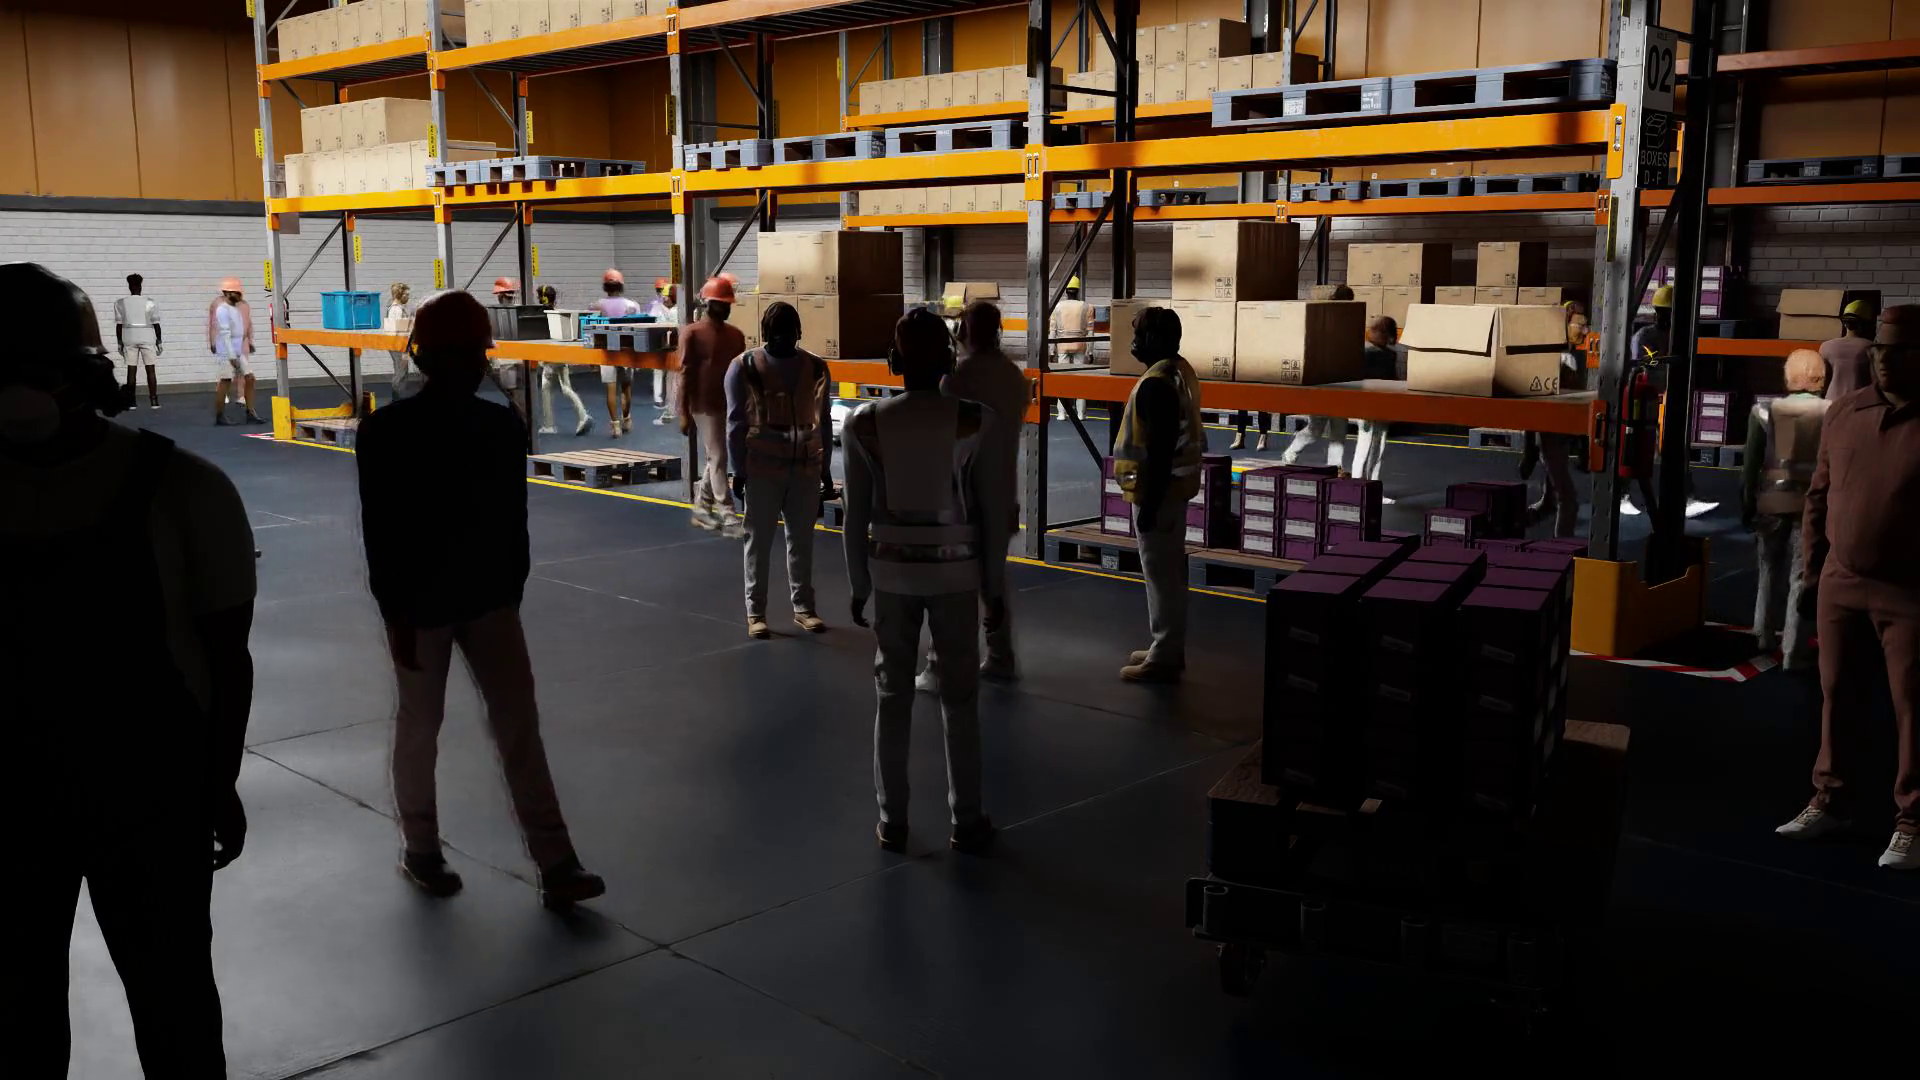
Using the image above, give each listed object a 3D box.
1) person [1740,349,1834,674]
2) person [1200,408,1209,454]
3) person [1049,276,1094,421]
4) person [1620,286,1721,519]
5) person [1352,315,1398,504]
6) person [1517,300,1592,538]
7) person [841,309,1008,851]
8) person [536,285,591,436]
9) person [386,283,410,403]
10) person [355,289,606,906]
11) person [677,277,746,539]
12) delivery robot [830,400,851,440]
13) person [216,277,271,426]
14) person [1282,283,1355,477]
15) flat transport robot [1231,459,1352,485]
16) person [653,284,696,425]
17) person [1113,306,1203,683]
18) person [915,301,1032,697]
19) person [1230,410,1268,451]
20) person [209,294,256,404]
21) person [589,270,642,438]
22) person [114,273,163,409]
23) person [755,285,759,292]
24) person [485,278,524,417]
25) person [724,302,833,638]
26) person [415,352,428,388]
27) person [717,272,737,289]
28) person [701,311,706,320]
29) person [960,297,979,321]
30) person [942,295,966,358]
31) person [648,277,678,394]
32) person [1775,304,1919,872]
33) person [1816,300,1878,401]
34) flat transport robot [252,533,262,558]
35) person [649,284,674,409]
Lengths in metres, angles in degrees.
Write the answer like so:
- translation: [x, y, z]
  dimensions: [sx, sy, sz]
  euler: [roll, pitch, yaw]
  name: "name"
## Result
- translation: [4.260, -0.152, 8.449]
  dimensions: [0.518, 1.614, 0.703]
  euler: [7, 11, 36]
  name: "person"
- translation: [1.711, -0.917, 12.818]
  dimensions: [0.522, 1.726, 0.905]
  euler: [-8, 12, -42]
  name: "person"
- translation: [1.486, -2.537, 22.118]
  dimensions: [0.595, 1.923, 0.375]
  euler: [1, 9, 5]
  name: "person"
- translation: [5.708, -1.098, 13.444]
  dimensions: [0.605, 1.878, 0.937]
  euler: [-4, 10, -25]
  name: "person"
- translation: [3.561, -1.103, 14.225]
  dimensions: [0.508, 1.632, 0.273]
  euler: [-8, 12, -42]
  name: "person"
- translation: [3.695, -0.596, 10.503]
  dimensions: [0.835, 1.841, 0.512]
  euler: [8, 12, 41]
  name: "person"
- translation: [-0.119, 0.149, 5.774]
  dimensions: [0.573, 1.887, 0.356]
  euler: [1, 9, 6]
  name: "person"
- translation: [-4.858, -2.175, 20.200]
  dimensions: [0.881, 1.834, 0.539]
  euler: [6, 11, 34]
  name: "person"
- translation: [-7.403, -2.482, 22.044]
  dimensions: [0.346, 1.842, 0.506]
  euler: [-5, 10, -28]
  name: "person"
- translation: [-1.547, 0.206, 5.223]
  dimensions: [0.623, 1.967, 0.788]
  euler: [-9, 13, -43]
  name: "person"
- translation: [-1.825, -1.009, 12.660]
  dimensions: [0.847, 1.960, 0.640]
  euler: [8, 12, 39]
  name: "person"
- translation: [-1.367, -1.325, 18.581]
  dimensions: [0.707, 0.478, 0.477]
  euler: [8, 12, 42]
  name: "delivery robot"
- translation: [-9.264, -2.407, 21.370]
  dimensions: [0.790, 1.904, 0.568]
  euler: [0, 9, -2]
  name: "person"
- translation: [3.303, -1.380, 15.135]
  dimensions: [0.636, 1.898, 0.832]
  euler: [-5, 10, -28]
  name: "person"
- translation: [2.876, -0.586, 15.214]
  dimensions: [0.652, 0.197, 1.431]
  euler: [-7, 12, -38]
  name: "flat transport robot"
- translation: [-3.552, -2.404, 21.495]
  dimensions: [0.807, 1.863, 0.605]
  euler: [4, 10, 23]
  name: "person"
- translation: [0.968, -0.223, 8.189]
  dimensions: [0.429, 1.842, 0.632]
  euler: [3, 10, 17]
  name: "person"
- translation: [0.055, -0.197, 8.003]
  dimensions: [0.411, 1.866, 0.688]
  euler: [7, 11, 36]
  name: "person"
- translation: [3.272, -1.839, 18.546]
  dimensions: [0.546, 1.696, 0.319]
  euler: [5, 11, 28]
  name: "person"
- translation: [-10.823, -2.951, 24.765]
  dimensions: [0.448, 1.888, 0.673]
  euler: [5, 11, 28]
  name: "person"
- translation: [-4.182, -2.259, 20.184]
  dimensions: [0.632, 1.992, 1.041]
  euler: [-2, 9, -11]
  name: "person"
- translation: [-11.871, -2.867, 24.054]
  dimensions: [0.608, 1.958, 0.375]
  euler: [-3, 10, -19]
  name: "person"
- translation: [-2.540, -2.406, 21.598]
  dimensions: [0.590, 1.833, 0.403]
  euler: [-9, 13, -44]
  name: "person"
- translation: [-5.353, -2.115, 19.558]
  dimensions: [0.792, 1.909, 0.564]
  euler: [7, 12, 37]
  name: "person"
- translation: [-0.978, -0.387, 9.198]
  dimensions: [0.627, 1.844, 0.429]
  euler: [-5, 10, -26]
  name: "person"
- translation: [-6.483, -2.140, 20.631]
  dimensions: [0.624, 1.614, 0.506]
  euler: [7, 12, 37]
  name: "person"
- translation: [-3.142, -2.658, 22.721]
  dimensions: [0.537, 1.966, 0.649]
  euler: [0, 9, -2]
  name: "person"
- translation: [-2.906, -2.172, 20.183]
  dimensions: [0.619, 1.836, 0.431]
  euler: [6, 11, 32]
  name: "person"
- translation: [0.195, -2.571, 23.248]
  dimensions: [0.499, 1.628, 0.278]
  euler: [-4, 10, -24]
  name: "person"
- translation: [-0.114, -2.188, 20.672]
  dimensions: [0.891, 1.698, 0.501]
  euler: [-2, 9, -11]
  name: "person"
- translation: [-4.687, -3.239, 26.533]
  dimensions: [0.556, 1.905, 0.944]
  euler: [-5, 11, -30]
  name: "person"
- translation: [3.154, 0.157, 5.664]
  dimensions: [0.408, 1.905, 0.654]
  euler: [-6, 11, -31]
  name: "person"
- translation: [7.372, -1.099, 13.790]
  dimensions: [0.311, 1.768, 0.532]
  euler: [-9, 13, -43]
  name: "person"
- translation: [-5.573, 0.042, 11.367]
  dimensions: [1.431, 0.197, 0.652]
  euler: [4, 10, 22]
  name: "flat transport robot"
- translation: [-4.133, -2.759, 23.861]
  dimensions: [0.837, 1.793, 0.602]
  euler: [9, 13, 43]
  name: "person"
